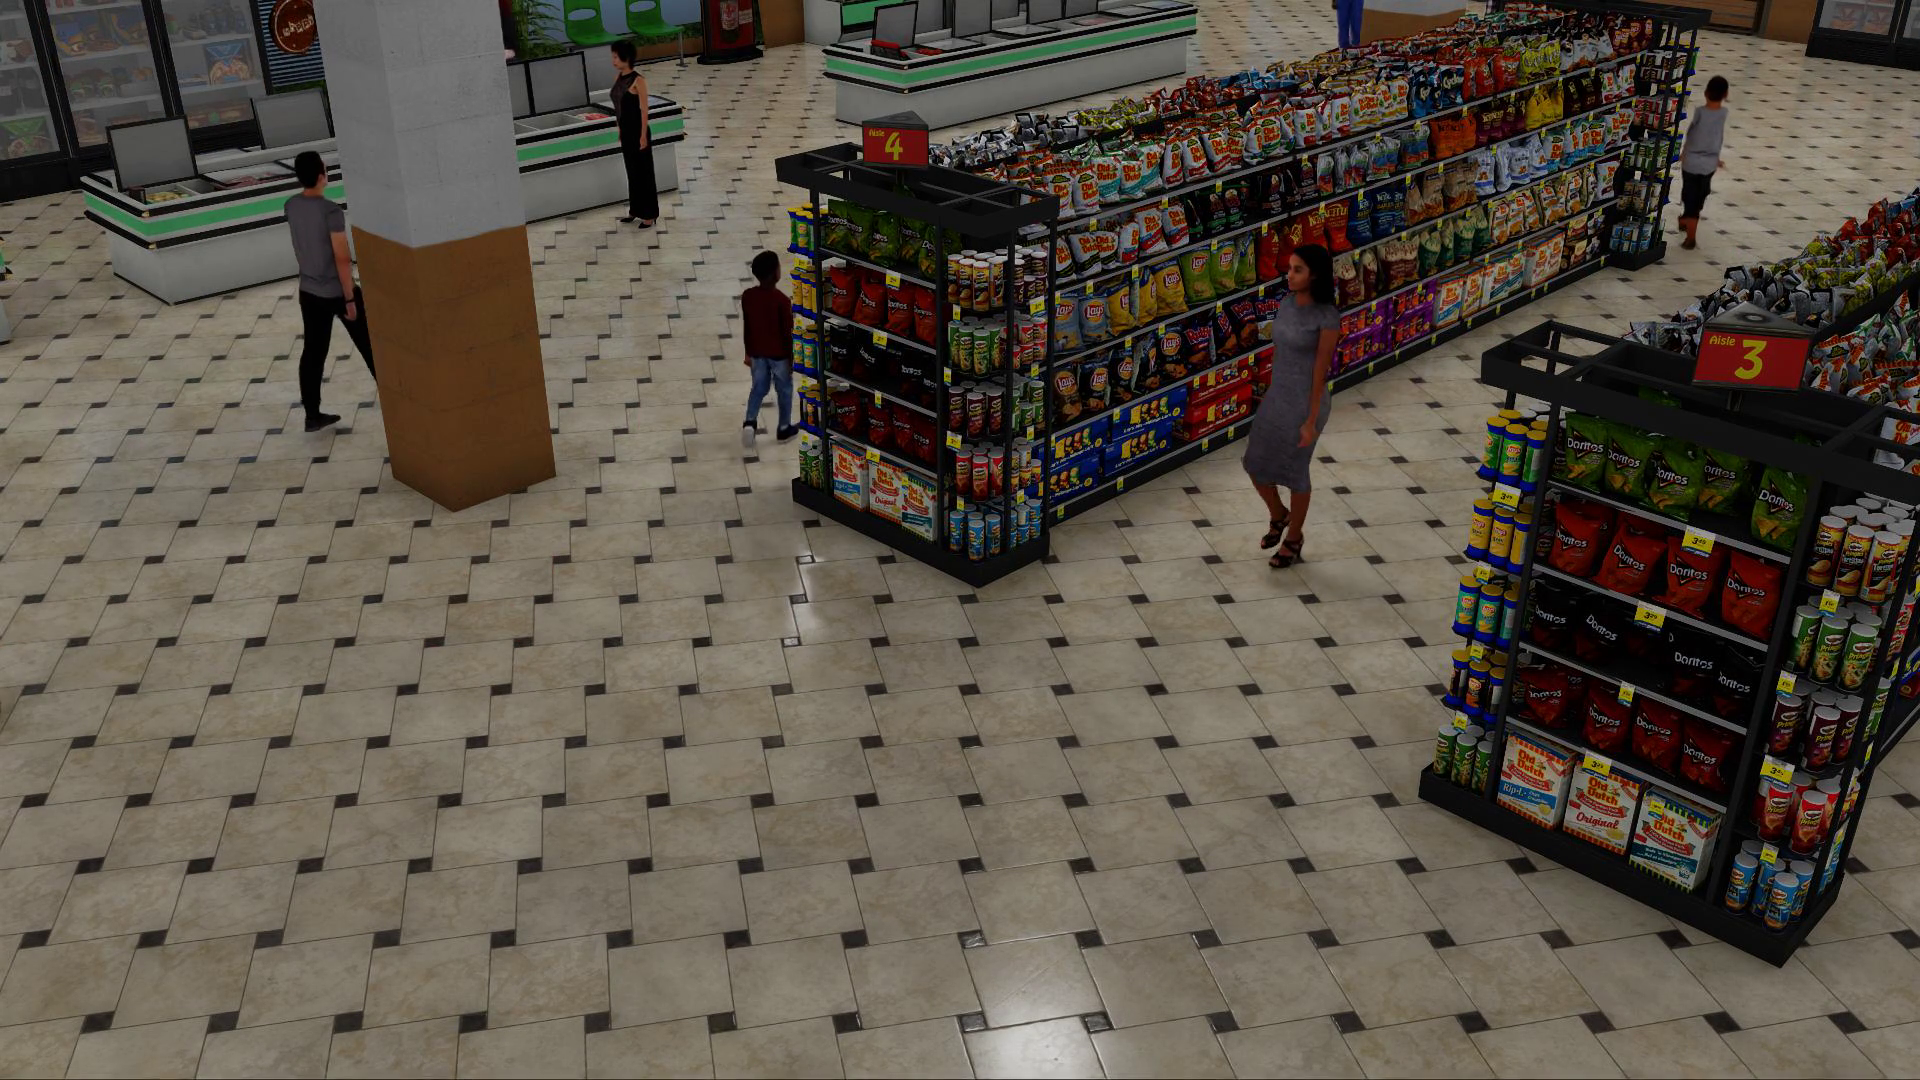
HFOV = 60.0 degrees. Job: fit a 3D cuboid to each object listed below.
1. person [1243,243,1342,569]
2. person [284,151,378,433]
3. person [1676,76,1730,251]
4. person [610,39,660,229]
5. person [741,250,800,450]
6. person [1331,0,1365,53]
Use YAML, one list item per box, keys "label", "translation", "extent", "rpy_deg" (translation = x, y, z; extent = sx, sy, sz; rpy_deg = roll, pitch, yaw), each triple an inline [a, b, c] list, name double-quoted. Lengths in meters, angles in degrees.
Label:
- label: "person"
  translation: [1.812, -0.678, 8.623]
  extent: [0.624, 1.771, 0.618]
  rpy_deg: [-18, 32, -31]
- label: "person"
  translation: [-3.963, -1.492, 10.299]
  extent: [0.957, 1.707, 1.222]
  rpy_deg: [10, 28, 18]
- label: "person"
  translation: [6.224, -3.175, 13.928]
  extent: [0.938, 1.428, 1.057]
  rpy_deg: [3, 27, 6]
- label: "person"
  translation: [-2.816, -3.523, 14.420]
  extent: [0.509, 1.603, 0.571]
  rpy_deg: [-23, 35, -38]
- label: "person"
  translation: [-1.180, -1.130, 10.100]
  extent: [0.684, 1.242, 0.821]
  rpy_deg: [9, 28, 18]
- label: "person"
  translation: [4.878, -6.713, 20.491]
  extent: [0.762, 1.802, 0.805]
  rpy_deg: [15, 30, 27]
